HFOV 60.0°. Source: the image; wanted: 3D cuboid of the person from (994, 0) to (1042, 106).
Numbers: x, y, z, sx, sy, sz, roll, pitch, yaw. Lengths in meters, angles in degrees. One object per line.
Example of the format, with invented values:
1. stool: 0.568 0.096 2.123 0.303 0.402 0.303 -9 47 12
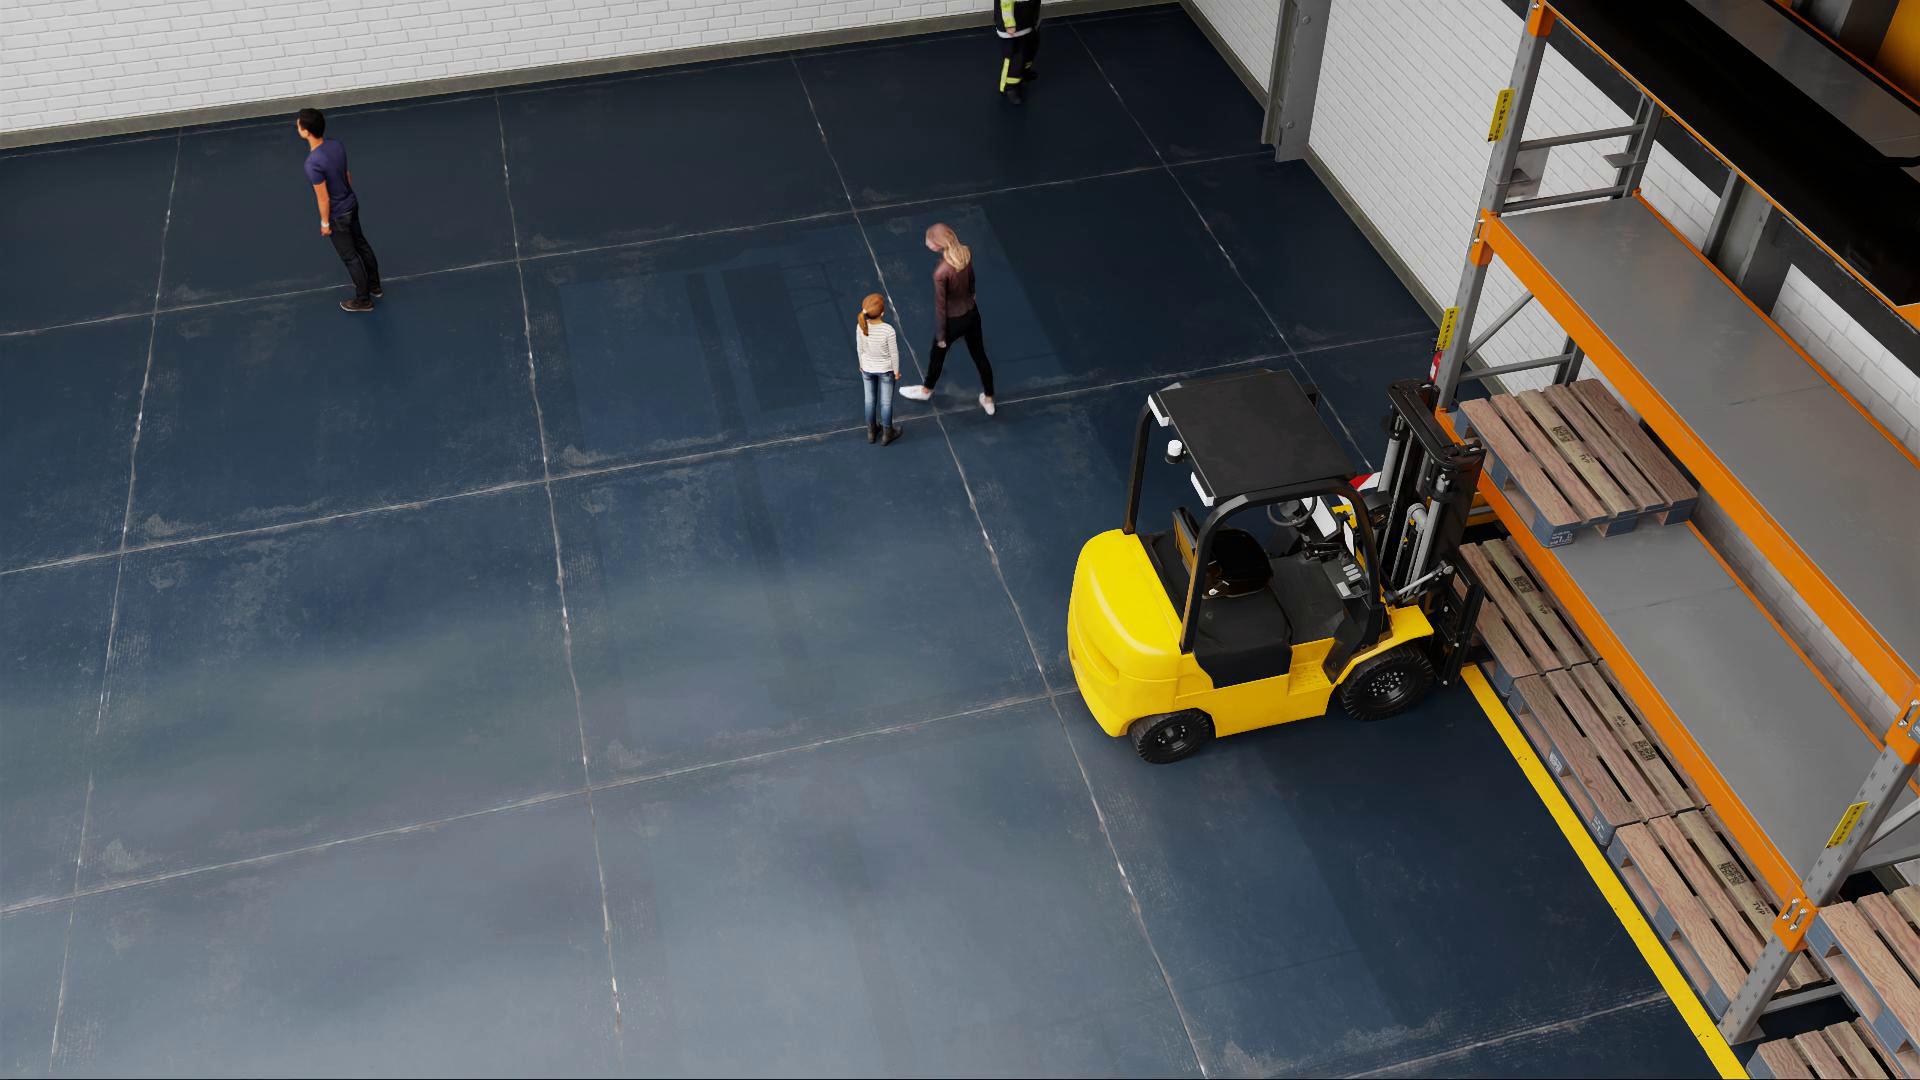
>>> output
1. person: 0.552 -5.101 15.889 1.077 1.941 1.034 14 45 15

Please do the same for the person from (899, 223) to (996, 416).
1. person: 0.040 -1.606 12.425 1.159 1.659 1.089 31 52 28

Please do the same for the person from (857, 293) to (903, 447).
1. person: -0.611 -1.264 12.314 0.566 1.316 0.615 14 45 14

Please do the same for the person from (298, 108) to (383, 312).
1. person: -5.012 -2.672 13.447 0.771 1.793 0.620 7 44 7
